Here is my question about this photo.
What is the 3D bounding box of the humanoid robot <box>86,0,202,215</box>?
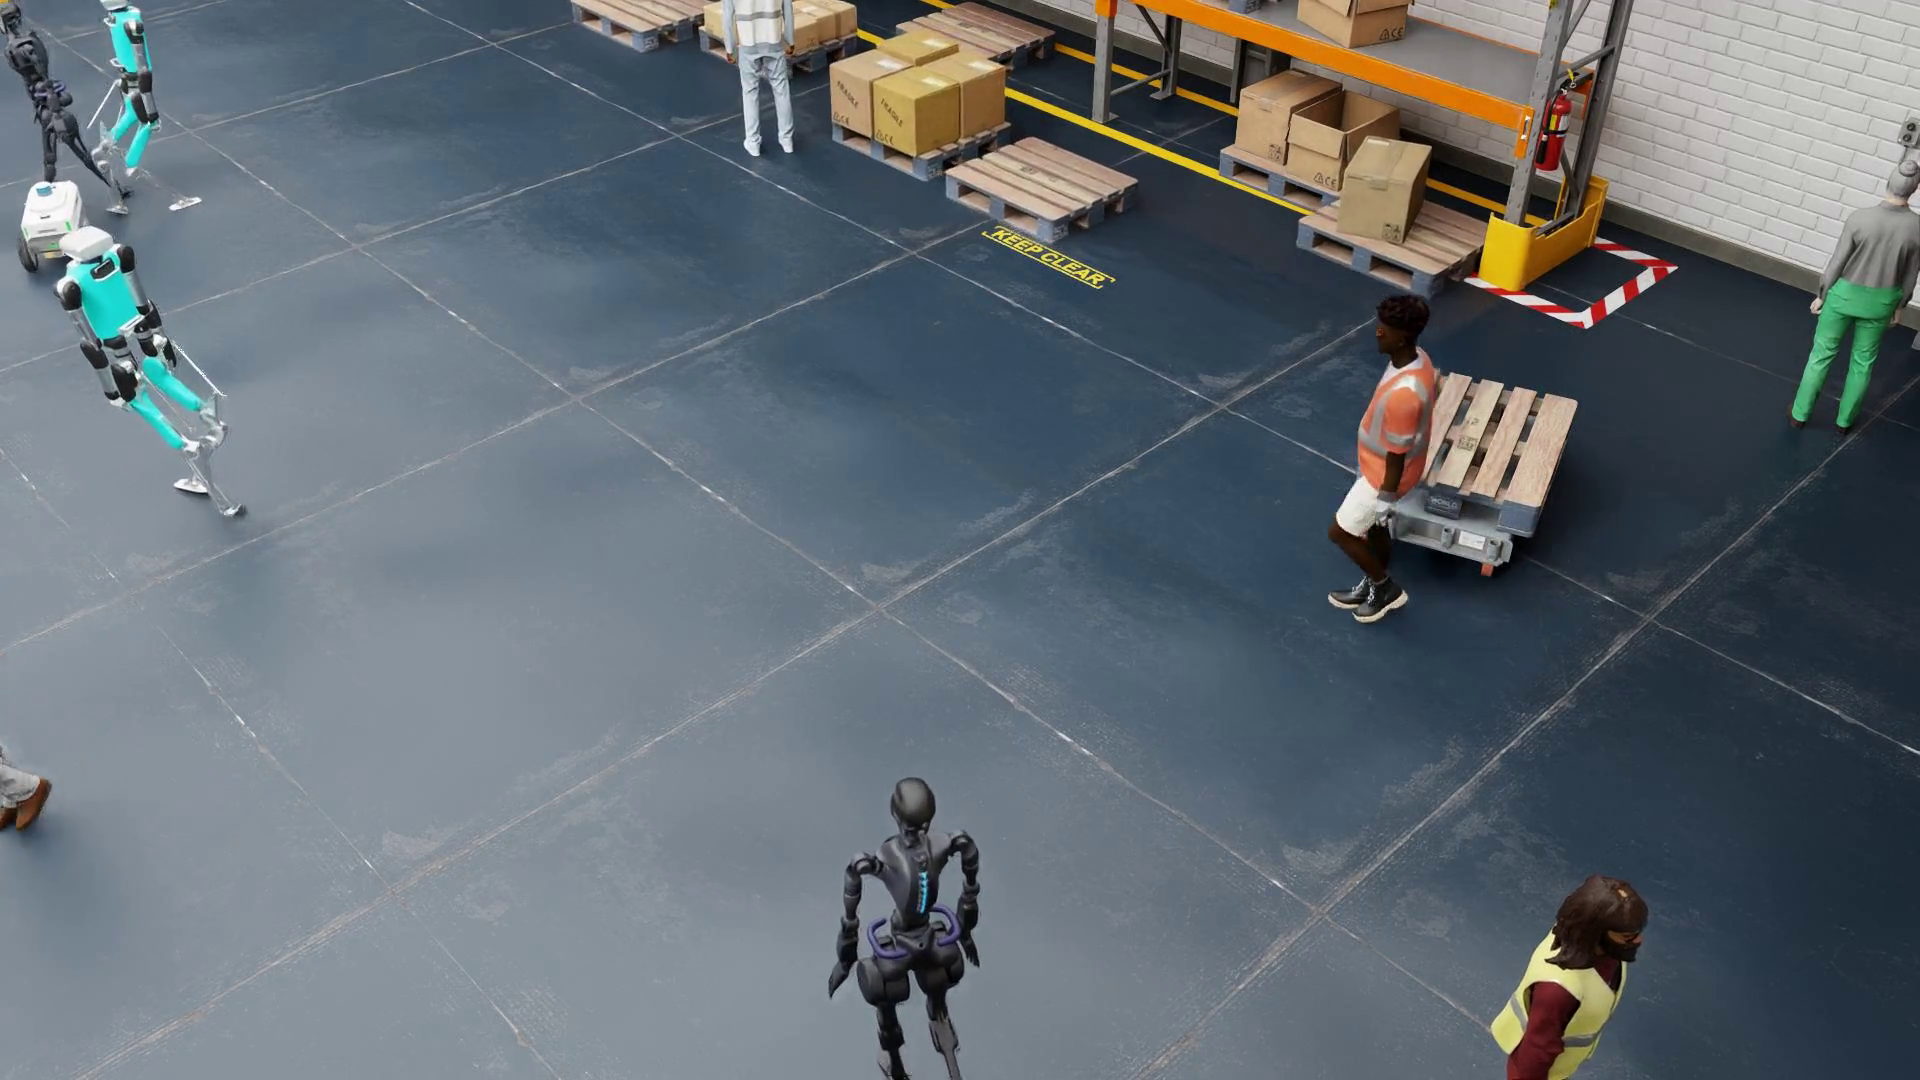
[{"bbox_3d":[-6.466,-3.248,12.641,0.868,1.797,0.537,-25,44,-29],"label":"humanoid robot"}]

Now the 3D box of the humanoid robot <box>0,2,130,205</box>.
[{"bbox_3d":[-7.014,-3.312,12.793,0.760,1.629,0.609,-27,45,-31],"label":"humanoid robot"}]

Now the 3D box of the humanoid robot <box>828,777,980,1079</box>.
[{"bbox_3d":[-0.177,1.605,6.247,0.605,1.643,0.509,-13,39,-17],"label":"humanoid robot"}]

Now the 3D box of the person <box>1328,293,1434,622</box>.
[{"bbox_3d":[2.185,-0.383,8.645,0.445,1.948,0.647,10,38,13],"label":"person"}]

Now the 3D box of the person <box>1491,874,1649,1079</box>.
[{"bbox_3d":[2.082,1.807,5.897,0.375,1.767,0.468,27,45,31],"label":"person"}]

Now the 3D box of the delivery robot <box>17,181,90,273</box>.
[{"bbox_3d":[-6.777,-2.391,12.451,0.499,0.583,0.767,-12,39,-15],"label":"delivery robot"}]

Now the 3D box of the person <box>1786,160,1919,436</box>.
[{"bbox_3d":[5.530,-1.487,10.199,0.524,1.839,0.325,12,39,15],"label":"person"}]

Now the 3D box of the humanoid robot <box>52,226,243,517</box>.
[{"bbox_3d":[-4.545,-0.882,9.577,0.763,1.891,0.553,12,39,15],"label":"humanoid robot"}]

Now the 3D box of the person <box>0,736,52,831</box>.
[{"bbox_3d":[-4.527,0.707,7.453,0.500,1.638,0.390,28,45,32],"label":"person"}]

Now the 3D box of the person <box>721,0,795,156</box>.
[{"bbox_3d":[-1.632,-4.069,13.562,0.591,1.911,0.388,-9,38,-12],"label":"person"}]

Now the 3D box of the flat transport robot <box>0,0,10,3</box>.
[{"bbox_3d":[-10.434,-5.472,16.777,1.431,0.231,0.659,-20,42,-25],"label":"flat transport robot"}]
